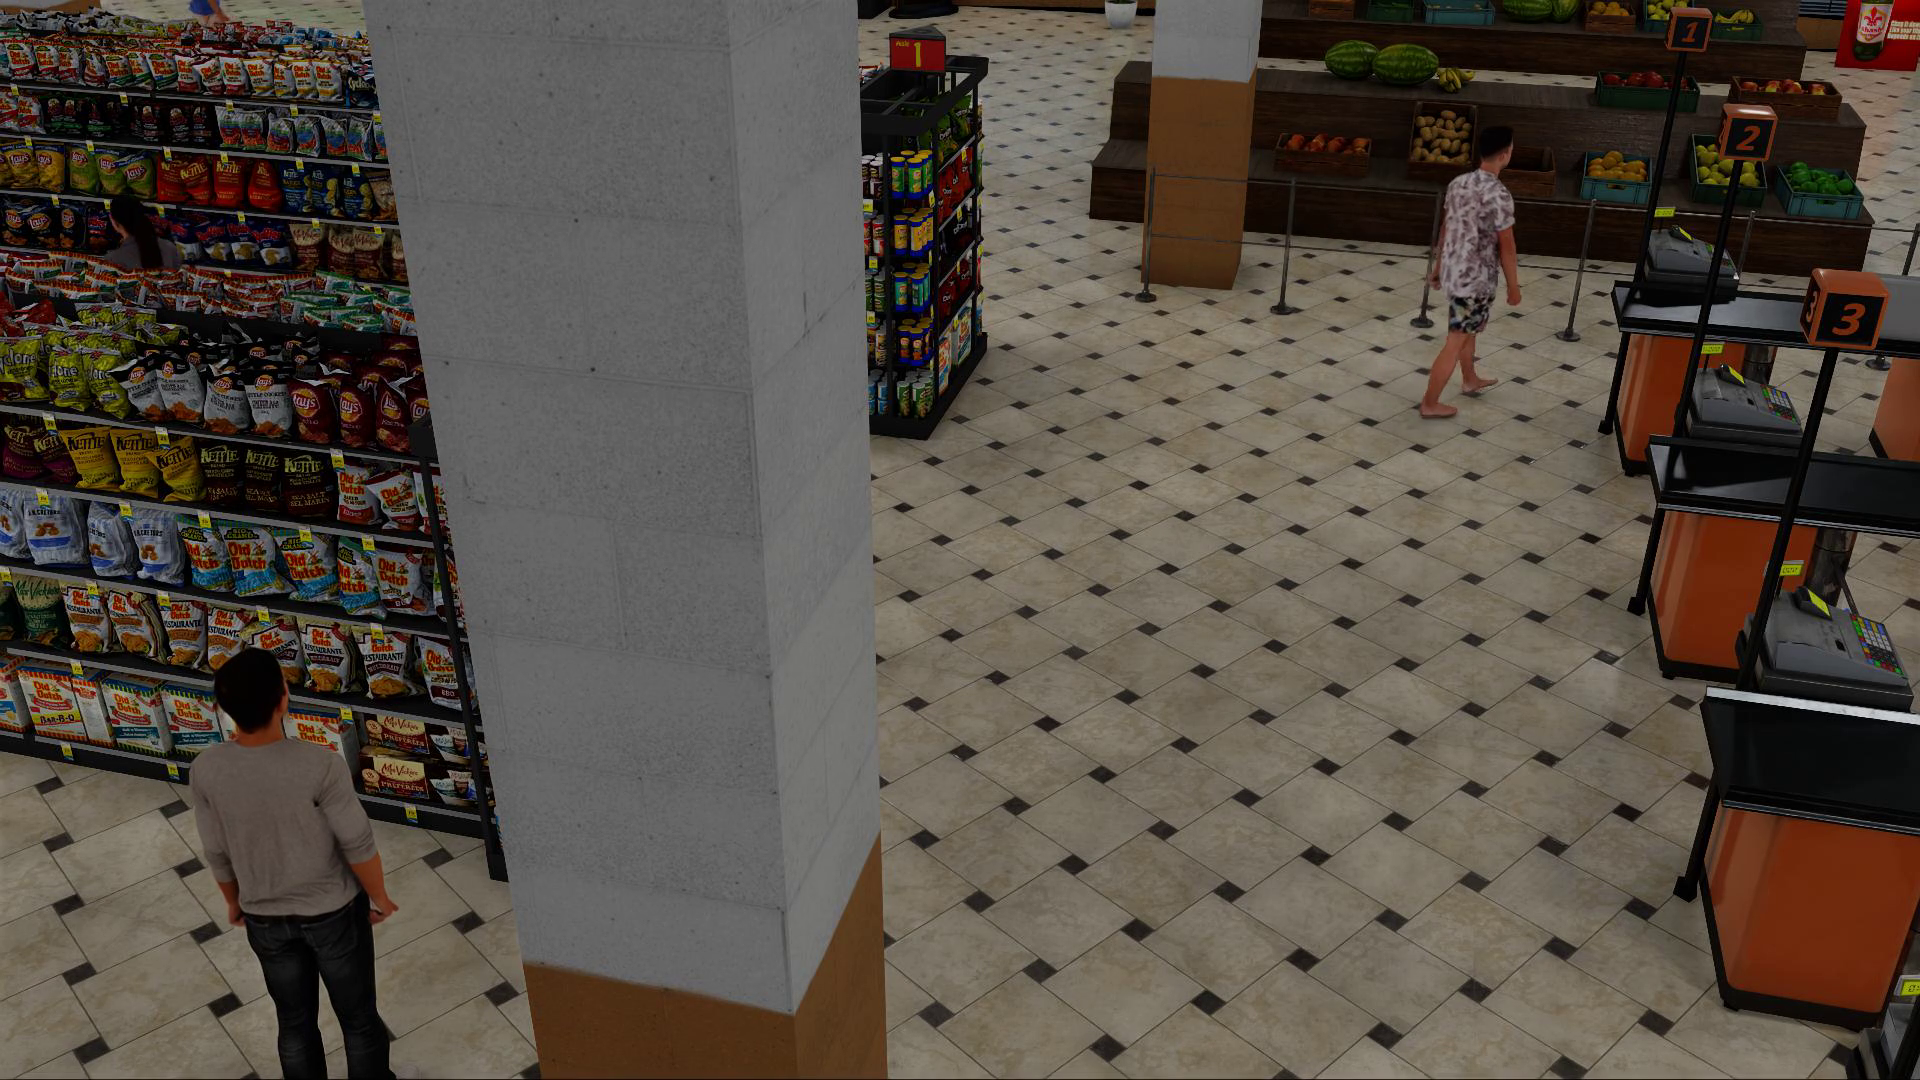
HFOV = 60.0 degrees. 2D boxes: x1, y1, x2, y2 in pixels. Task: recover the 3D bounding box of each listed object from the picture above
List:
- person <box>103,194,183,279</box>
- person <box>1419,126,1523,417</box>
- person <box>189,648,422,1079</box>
[{"bbox_3d":[-4.486,-1.101,9.399,0.867,1.657,0.788,21,35,34],"label":"person"},{"bbox_3d":[3.044,-1.599,10.172,1.081,1.792,0.974,-8,30,-15],"label":"person"},{"bbox_3d":[-2.040,1.131,5.154,0.588,1.809,0.781,-1,29,-2],"label":"person"}]
